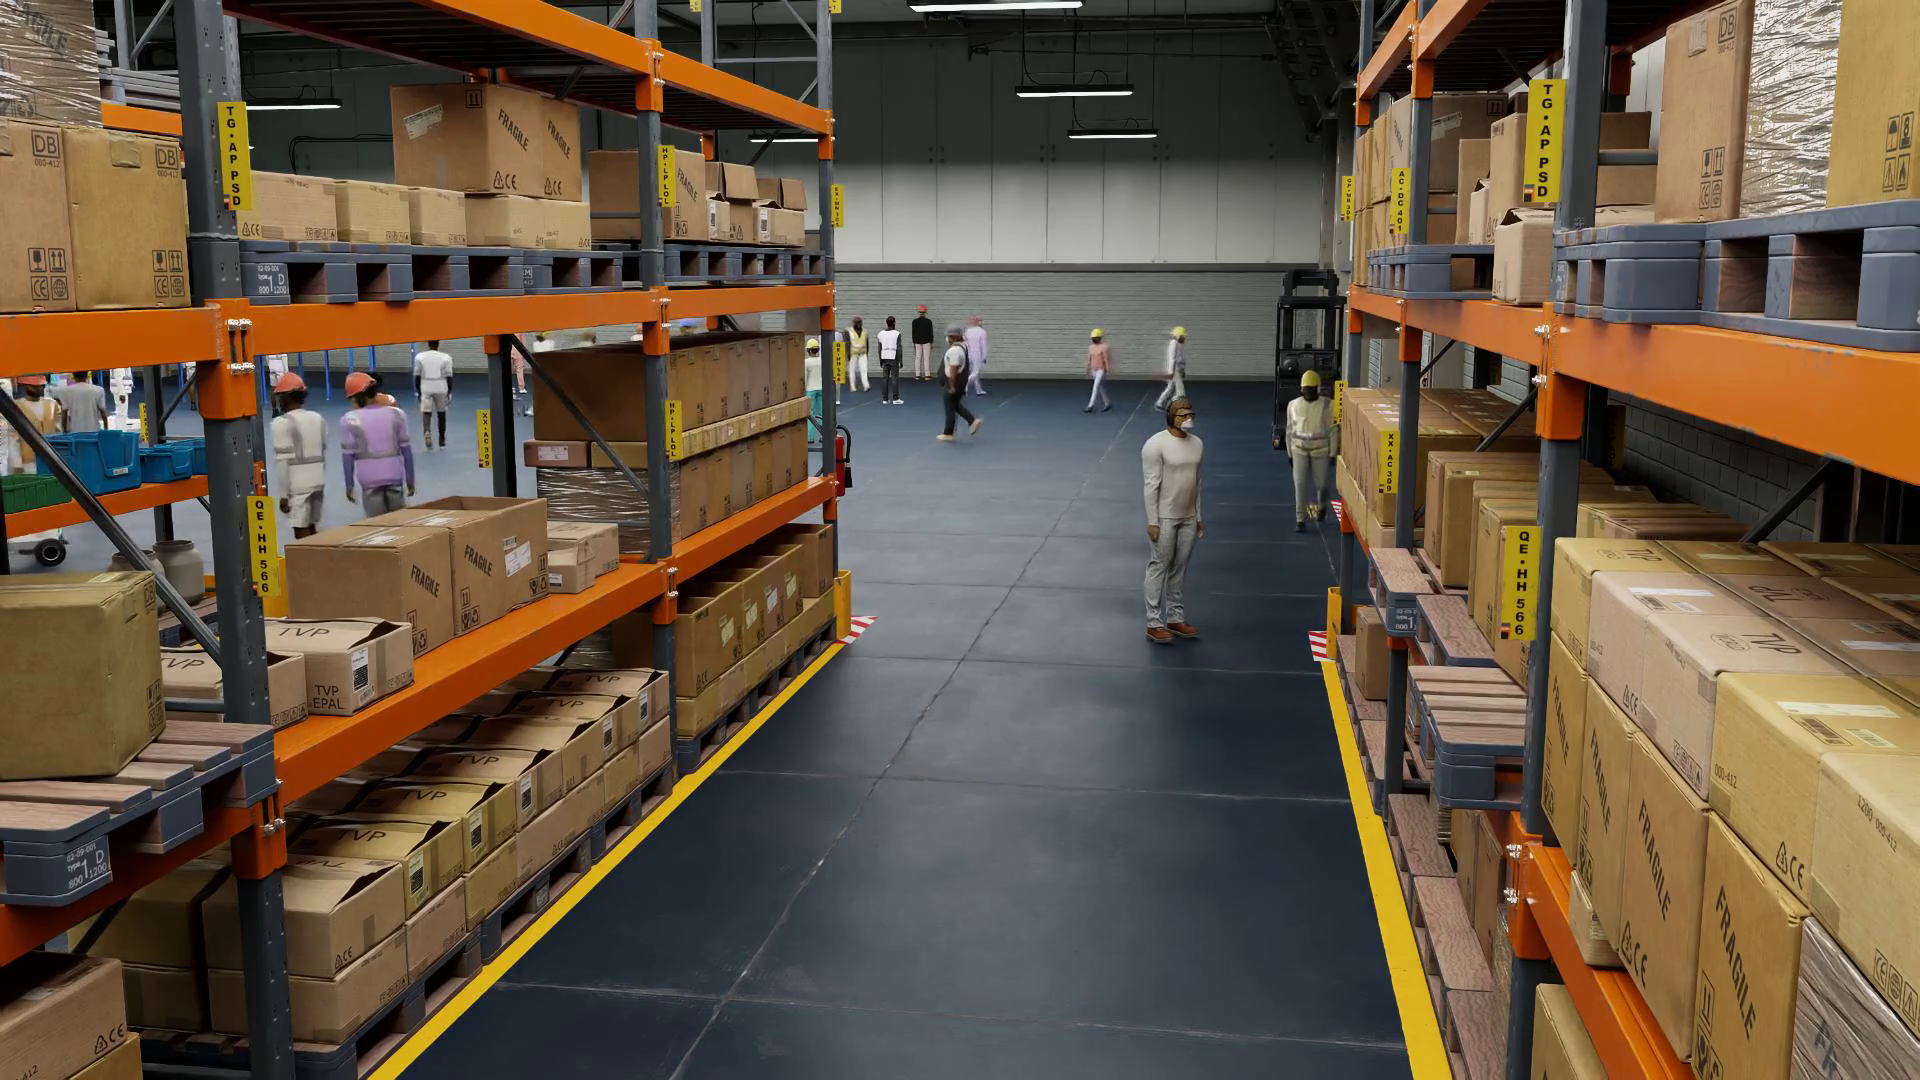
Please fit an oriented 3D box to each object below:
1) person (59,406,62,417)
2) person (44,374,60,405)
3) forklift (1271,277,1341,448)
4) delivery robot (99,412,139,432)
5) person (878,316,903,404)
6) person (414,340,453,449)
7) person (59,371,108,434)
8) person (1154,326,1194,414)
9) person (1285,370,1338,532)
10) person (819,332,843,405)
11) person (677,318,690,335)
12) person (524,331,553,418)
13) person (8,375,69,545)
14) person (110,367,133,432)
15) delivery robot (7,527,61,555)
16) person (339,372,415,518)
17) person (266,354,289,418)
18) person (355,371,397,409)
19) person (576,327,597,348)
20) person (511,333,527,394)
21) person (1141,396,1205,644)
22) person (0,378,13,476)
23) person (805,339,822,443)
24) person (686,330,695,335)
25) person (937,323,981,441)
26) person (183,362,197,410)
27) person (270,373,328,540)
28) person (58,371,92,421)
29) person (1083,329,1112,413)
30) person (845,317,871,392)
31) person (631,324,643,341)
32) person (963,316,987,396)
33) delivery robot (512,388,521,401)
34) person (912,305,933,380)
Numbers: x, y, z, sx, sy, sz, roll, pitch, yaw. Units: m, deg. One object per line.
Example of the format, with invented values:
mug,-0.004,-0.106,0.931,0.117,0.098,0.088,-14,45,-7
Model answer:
person,-18.170,-3.494,33.606,0.620,1.966,0.790,-1,9,-9
person,-16.761,-2.905,30.869,0.662,1.675,0.537,-2,9,-12
forklift,5.847,-3.016,27.970,1.129,2.768,1.873,1,9,9
delivery robot,-14.264,-1.922,28.082,0.477,0.478,0.707,8,12,41
person,-1.529,-3.958,36.603,0.589,1.920,0.392,5,10,27
person,-8.581,-2.435,27.126,0.608,1.950,0.689,-2,9,-12
person,-10.625,-1.260,20.185,0.497,1.849,0.519,-6,11,-34
person,4.380,-3.490,34.167,0.856,1.799,0.595,3,10,15
person,3.993,-1.026,18.851,0.596,1.817,0.681,4,10,21
person,-2.818,-3.882,36.111,0.585,1.927,0.366,-7,12,-37
person,-5.898,-3.902,36.303,0.961,1.913,0.628,-5,11,-30
person,-8.329,-3.363,33.270,0.536,1.816,0.995,4,10,21
person,-9.653,-0.860,17.482,0.535,1.920,0.581,6,11,34
person,-13.710,-2.420,27.229,0.361,1.884,0.574,-3,10,-20
delivery robot,-9.367,-0.056,16.574,0.707,0.478,0.477,-6,11,-33
person,-5.405,-0.563,15.443,0.642,1.994,0.420,-7,11,-36
person,-13.520,-3.390,33.041,0.551,1.937,0.357,5,11,31
person,-7.172,-1.233,20.479,0.535,1.697,0.318,-9,13,-44
person,-6.685,-2.846,29.753,0.648,1.917,0.616,7,11,36
person,-10.637,-4.443,39.626,0.636,1.911,0.405,-1,9,-5
person,1.699,-0.170,13.176,0.627,1.940,0.371,-8,12,-40
person,-12.449,-1.460,21.351,0.583,1.868,0.552,-2,9,-13
person,-2.483,-2.527,28.249,0.522,1.768,0.312,-7,12,-37
person,-5.114,-3.144,32.010,0.552,1.777,1.015,3,10,21
person,-0.060,-2.715,28.696,0.679,2.000,0.697,3,10,17
person,-16.067,-3.700,34.978,0.542,1.930,0.374,-2,9,-14
person,-5.870,-0.467,14.789,0.504,2.022,0.610,3,10,19
person,-13.958,-2.284,26.223,0.373,1.934,0.552,5,10,27
person,2.876,-3.513,34.492,0.917,1.719,0.540,-8,12,-39
person,-2.454,-4.451,40.044,0.641,1.788,0.962,-4,10,-21
person,-7.633,-4.349,39.866,0.513,1.642,0.313,2,9,11
person,0.327,-4.315,38.967,0.859,1.875,0.647,-9,13,-44
delivery robot,-9.041,-2.949,33.621,0.335,0.223,0.698,-4,10,-22
person,-0.995,-5.309,44.696,0.612,1.997,0.375,4,10,23
